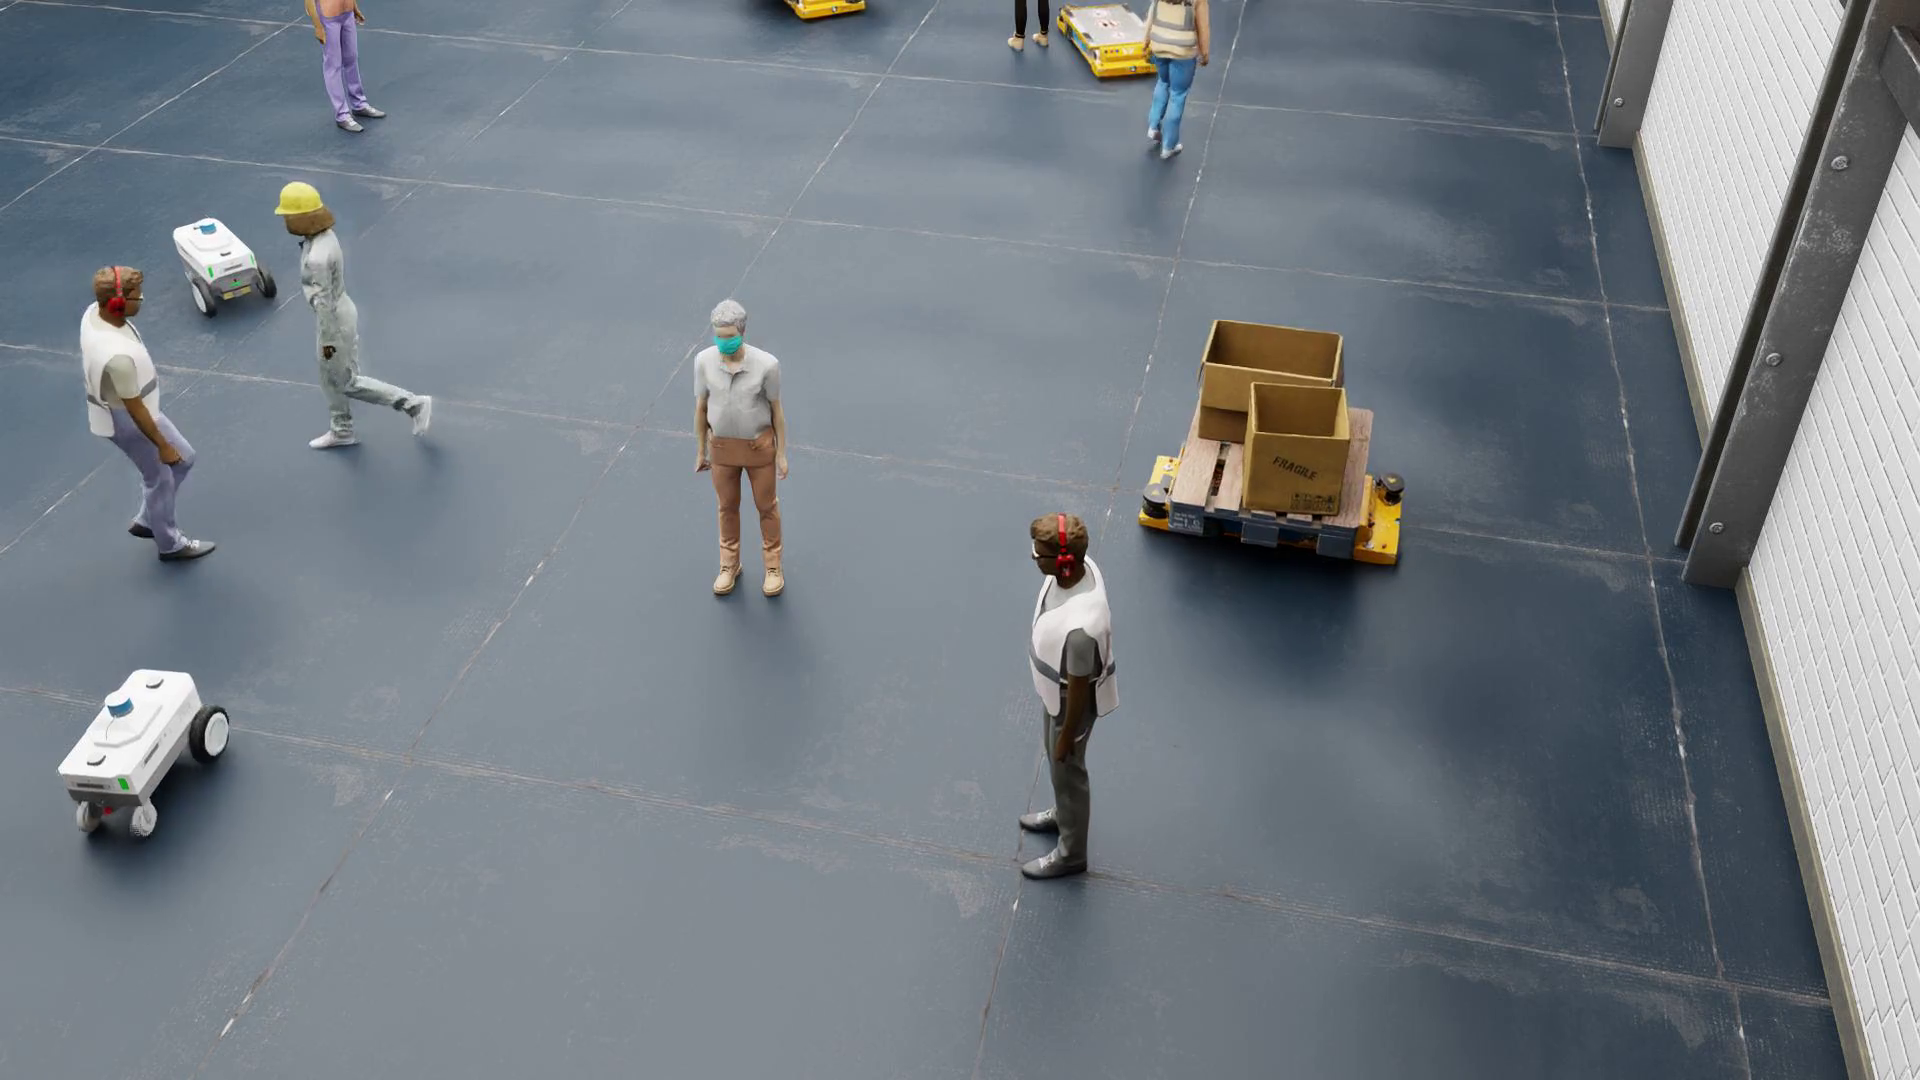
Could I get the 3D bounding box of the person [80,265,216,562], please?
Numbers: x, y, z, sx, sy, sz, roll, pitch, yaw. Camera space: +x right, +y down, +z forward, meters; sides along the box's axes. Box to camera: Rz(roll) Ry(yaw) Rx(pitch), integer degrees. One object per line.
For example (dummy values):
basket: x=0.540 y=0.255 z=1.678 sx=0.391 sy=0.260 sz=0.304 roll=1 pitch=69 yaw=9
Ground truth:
person: x=-4.306 y=-0.616 z=8.750 sx=0.480 sy=1.811 sz=0.614 roll=-17 pitch=40 yaw=-21

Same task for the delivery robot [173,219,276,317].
delivery robot: x=-5.161 y=-1.941 z=11.570 sx=0.499 sy=0.586 sz=0.773 roll=-27 pitch=44 yaw=-31

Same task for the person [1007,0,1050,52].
person: x=0.647 y=-5.320 z=15.151 sx=0.528 sy=1.688 sz=0.321 roll=-19 pitch=41 yaw=-24

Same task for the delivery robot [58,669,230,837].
delivery robot: x=-3.813 y=0.944 z=7.733 sx=0.499 sy=0.614 sz=0.802 roll=4 pitch=37 yaw=5

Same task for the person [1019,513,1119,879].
person: x=0.464 y=0.657 z=7.036 sx=0.395 sy=1.832 sz=0.570 roll=-2 pitch=37 yaw=-3

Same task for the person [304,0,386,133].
person: x=-5.149 y=-4.312 z=13.671 sx=0.389 sy=1.847 sz=0.562 roll=12 pitch=38 yaw=16

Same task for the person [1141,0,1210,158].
person: x=1.712 y=-3.912 z=13.249 sx=0.559 sy=1.706 sz=0.432 roll=21 pitch=42 yaw=26

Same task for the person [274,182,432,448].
person: x=-3.601 y=-1.289 z=9.729 sx=0.688 sy=1.718 sz=0.492 roll=-12 pitch=38 yaw=-16

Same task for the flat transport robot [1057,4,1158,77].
flat transport robot: x=1.400 y=-4.663 z=15.459 sx=0.659 sy=0.231 sz=1.431 roll=-8 pitch=37 yaw=-10

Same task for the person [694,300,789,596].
person: x=-1.133 y=-0.470 z=8.614 sx=0.490 sy=1.743 sz=0.308 roll=3 pitch=37 yaw=4

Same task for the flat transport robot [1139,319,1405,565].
flat transport robot: x=1.791 y=-0.225 z=9.520 sx=1.431 sy=0.231 sz=0.659 roll=9 pitch=38 yaw=12

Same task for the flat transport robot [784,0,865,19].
flat transport robot: x=-1.535 y=-5.566 z=16.667 sx=0.659 sy=0.231 sz=1.431 roll=-16 pitch=40 yaw=-21
